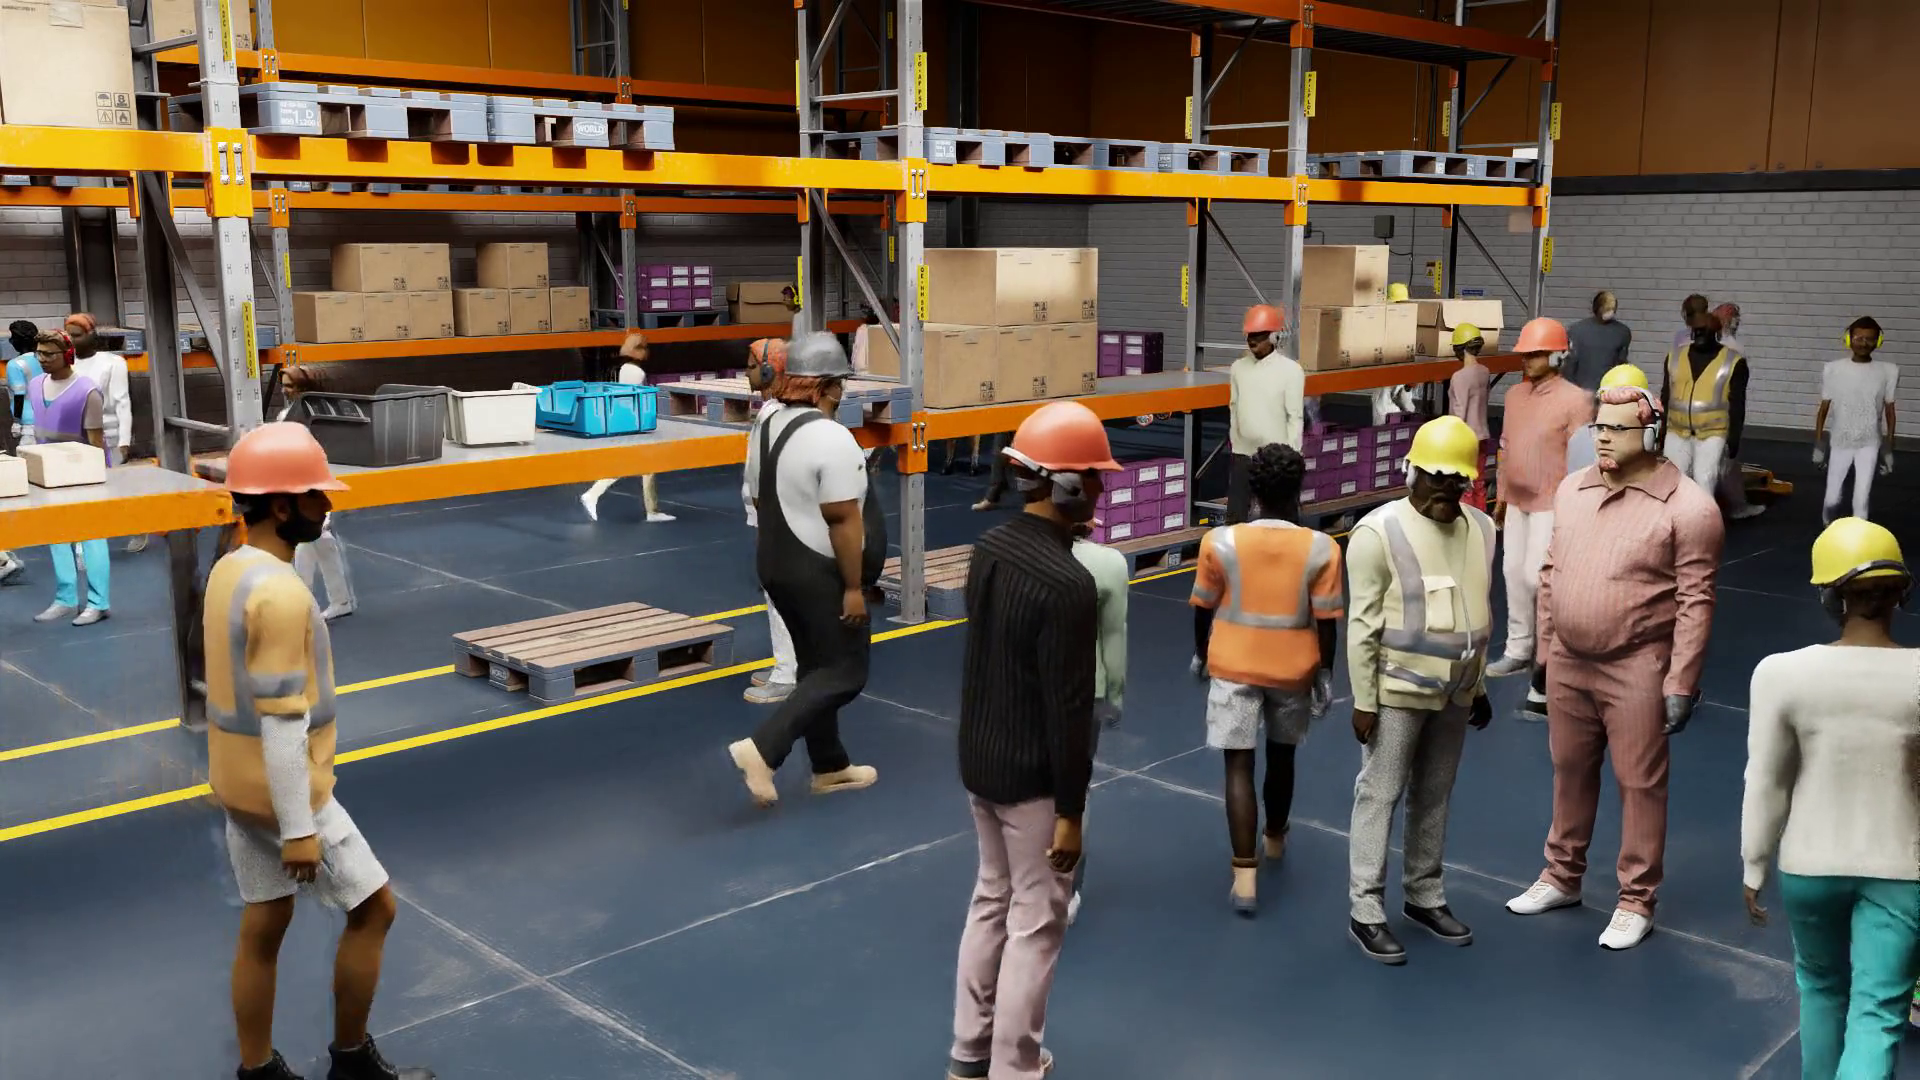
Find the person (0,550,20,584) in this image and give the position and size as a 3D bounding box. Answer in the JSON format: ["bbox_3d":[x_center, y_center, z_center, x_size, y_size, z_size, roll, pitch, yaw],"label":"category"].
[{"bbox_3d":[-6.839,-0.422,11.153,0.834,1.602,0.527,-6,12,-28],"label":"person"}]

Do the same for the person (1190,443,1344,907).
[{"bbox_3d":[1.111,0.470,6.090,0.537,1.665,0.756,1,10,3],"label":"person"}]

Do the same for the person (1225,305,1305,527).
[{"bbox_3d":[2.033,-0.606,11.231,0.637,1.940,1.014,10,14,43],"label":"person"}]

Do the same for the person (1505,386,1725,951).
[{"bbox_3d":[2.215,0.428,5.676,0.407,1.910,0.639,-7,12,-33],"label":"person"}]

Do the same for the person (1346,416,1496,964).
[{"bbox_3d":[1.555,0.489,5.569,0.591,1.824,0.404,-5,12,-27],"label":"person"}]

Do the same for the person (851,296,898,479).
[{"bbox_3d":[-0.804,-1.515,16.497,0.704,1.824,0.634,-6,12,-28],"label":"person"}]

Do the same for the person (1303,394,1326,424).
[{"bbox_3d":[3.427,-1.432,16.270,0.881,1.724,0.541,-9,14,-41],"label":"person"}]

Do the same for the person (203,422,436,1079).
[{"bbox_3d":[-1.710,0.639,4.477,0.649,1.919,0.570,-8,13,-38],"label":"person"}]

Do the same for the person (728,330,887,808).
[{"bbox_3d":[-0.650,0.128,6.947,0.720,2.000,0.694,-6,12,-31],"label":"person"}]

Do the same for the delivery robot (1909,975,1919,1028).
[{"bbox_3d":[3.056,1.187,4.968,0.707,0.478,0.477,-6,12,-29],"label":"delivery robot"}]

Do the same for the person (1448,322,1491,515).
[{"bbox_3d":[3.754,-0.728,12.371,0.329,1.765,0.526,9,14,40],"label":"person"}]

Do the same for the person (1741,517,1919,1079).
[{"bbox_3d":[2.185,0.821,4.064,0.532,1.735,0.836,6,12,30],"label":"person"}]

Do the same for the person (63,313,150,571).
[{"bbox_3d":[-6.333,-0.751,12.269,0.577,1.857,0.914,0,10,-1],"label":"person"}]

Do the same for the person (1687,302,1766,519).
[{"bbox_3d":[6.337,-1.065,14.012,0.998,1.853,0.692,-4,11,-22],"label":"person"}]

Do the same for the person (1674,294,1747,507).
[{"bbox_3d":[6.622,-1.220,14.727,0.673,1.908,0.820,-8,13,-37],"label":"person"}]

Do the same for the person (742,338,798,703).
[{"bbox_3d":[-0.959,-0.101,8.622,0.346,1.882,0.584,0,10,2],"label":"person"}]

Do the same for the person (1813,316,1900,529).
[{"bbox_3d":[6.393,-0.674,11.867,0.521,1.853,0.601,5,12,27],"label":"person"}]

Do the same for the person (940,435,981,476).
[{"bbox_3d":[0.027,-1.603,16.669,0.553,1.935,0.362,2,11,8],"label":"person"}]

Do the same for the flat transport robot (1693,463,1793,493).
[{"bbox_3d":[6.978,-0.579,15.629,1.431,0.197,0.652,-2,11,-8],"label":"flat transport robot"}]

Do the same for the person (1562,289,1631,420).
[{"bbox_3d":[6.059,-1.447,15.932,0.640,1.911,0.901,0,10,-1],"label":"person"}]

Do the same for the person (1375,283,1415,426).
[{"bbox_3d":[4.669,-1.824,17.992,0.760,1.888,0.629,3,11,14],"label":"person"}]

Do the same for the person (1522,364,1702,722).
[{"bbox_3d":[3.211,0.035,8.184,0.908,1.777,0.589,-3,11,-18],"label":"person"}]

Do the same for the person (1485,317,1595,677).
[{"bbox_3d":[3.173,-0.213,8.998,0.547,1.980,0.623,-4,11,-20],"label":"person"}]

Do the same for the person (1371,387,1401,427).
[{"bbox_3d":[4.851,-1.935,18.745,0.711,1.848,0.532,3,11,18],"label":"person"}]

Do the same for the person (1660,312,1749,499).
[{"bbox_3d":[5.629,-0.817,12.667,0.644,1.827,0.439,9,14,41],"label":"person"}]

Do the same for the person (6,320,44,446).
[{"bbox_3d":[-7.828,-1.005,14.062,0.318,1.695,0.540,1,10,5],"label":"person"}]

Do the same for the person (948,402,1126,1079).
[{"bbox_3d":[0.221,0.618,4.486,0.444,1.978,0.617,-5,11,-24],"label":"person"}]

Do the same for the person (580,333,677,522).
[{"bbox_3d":[-2.793,-0.925,13.894,0.721,1.608,0.504,-6,12,-28],"label":"person"}]

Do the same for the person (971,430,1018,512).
[{"bbox_3d":[0.571,-1.158,14.643,0.993,1.797,0.530,-6,12,-31],"label":"person"}]

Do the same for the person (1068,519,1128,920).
[{"bbox_3d":[0.329,0.550,5.807,0.507,1.623,0.389,1,10,4],"label":"person"}]

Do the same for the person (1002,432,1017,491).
[{"bbox_3d":[0.539,-1.420,15.899,0.542,1.877,1.069,6,12,29],"label":"person"}]

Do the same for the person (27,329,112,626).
[{"bbox_3d":[-5.502,-0.387,10.312,0.584,1.836,0.414,5,11,23],"label":"person"}]

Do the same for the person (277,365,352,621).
[{"bbox_3d":[-4.066,-0.253,10.173,0.544,1.607,0.768,7,13,35],"label":"person"}]

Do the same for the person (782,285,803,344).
[{"bbox_3d":[-1.736,-1.949,18.794,0.509,1.849,0.660,-3,11,-15],"label":"person"}]
